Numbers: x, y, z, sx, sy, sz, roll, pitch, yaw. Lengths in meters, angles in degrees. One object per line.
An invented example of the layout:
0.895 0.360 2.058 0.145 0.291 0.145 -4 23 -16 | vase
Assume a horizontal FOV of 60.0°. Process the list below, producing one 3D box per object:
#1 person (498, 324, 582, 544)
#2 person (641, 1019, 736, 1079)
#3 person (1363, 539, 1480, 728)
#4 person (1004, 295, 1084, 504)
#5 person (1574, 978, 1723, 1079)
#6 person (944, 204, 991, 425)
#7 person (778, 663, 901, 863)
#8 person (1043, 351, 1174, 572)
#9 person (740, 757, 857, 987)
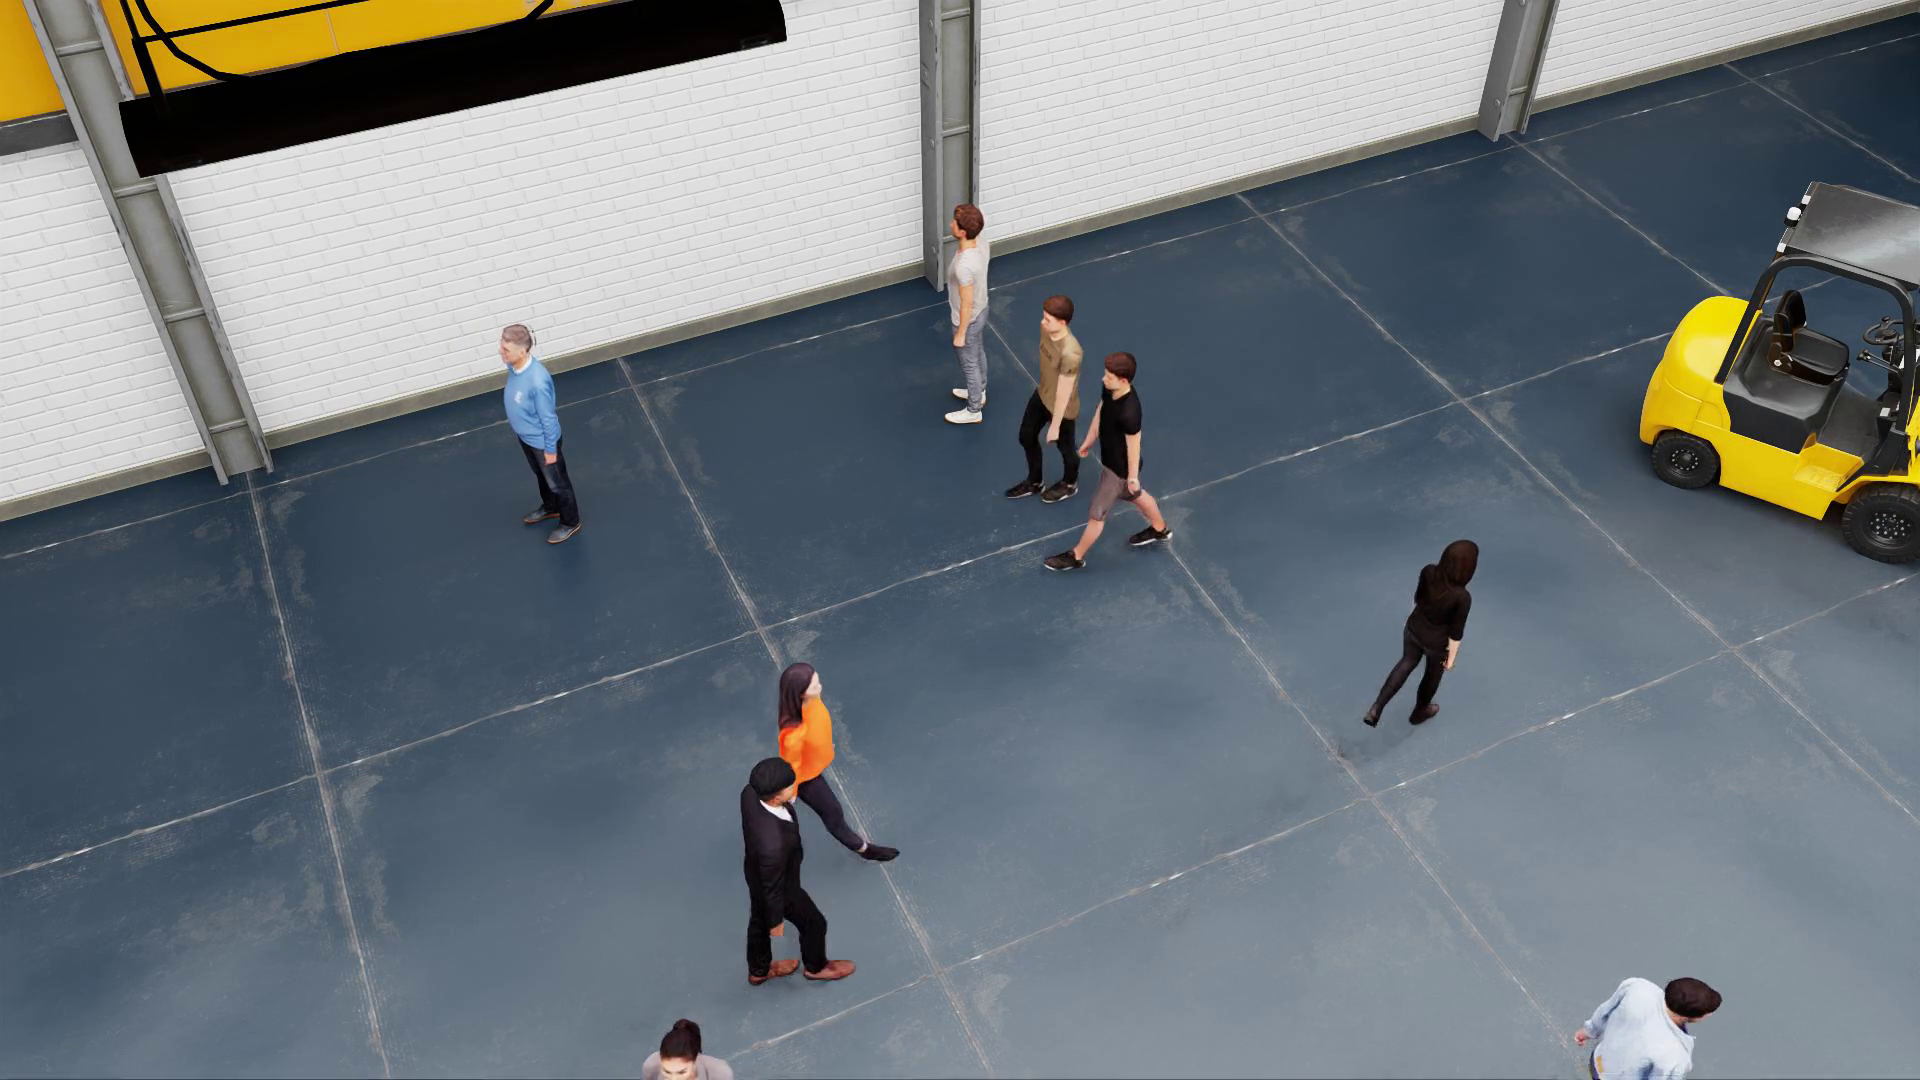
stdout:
-2.973 -0.778 11.725 0.666 1.820 0.710 -31 51 -28 | person
-1.254 2.775 8.109 0.844 1.663 0.886 7 44 7 | person
2.875 0.637 10.381 0.929 1.625 0.701 -28 50 -26 | person
0.779 -1.006 11.951 0.768 1.838 0.670 -18 46 -18 | person
3.146 2.657 8.162 1.296 1.761 1.062 -4 44 -4 | person
0.070 -1.715 12.652 0.769 1.897 0.734 10 44 10 | person
-0.996 1.320 9.603 1.188 1.710 0.950 1 44 2 | person
1.195 -0.550 11.490 1.287 1.813 0.868 -8 44 -8 | person
-1.092 1.844 8.945 0.850 1.858 0.750 -15 46 -15 | person
